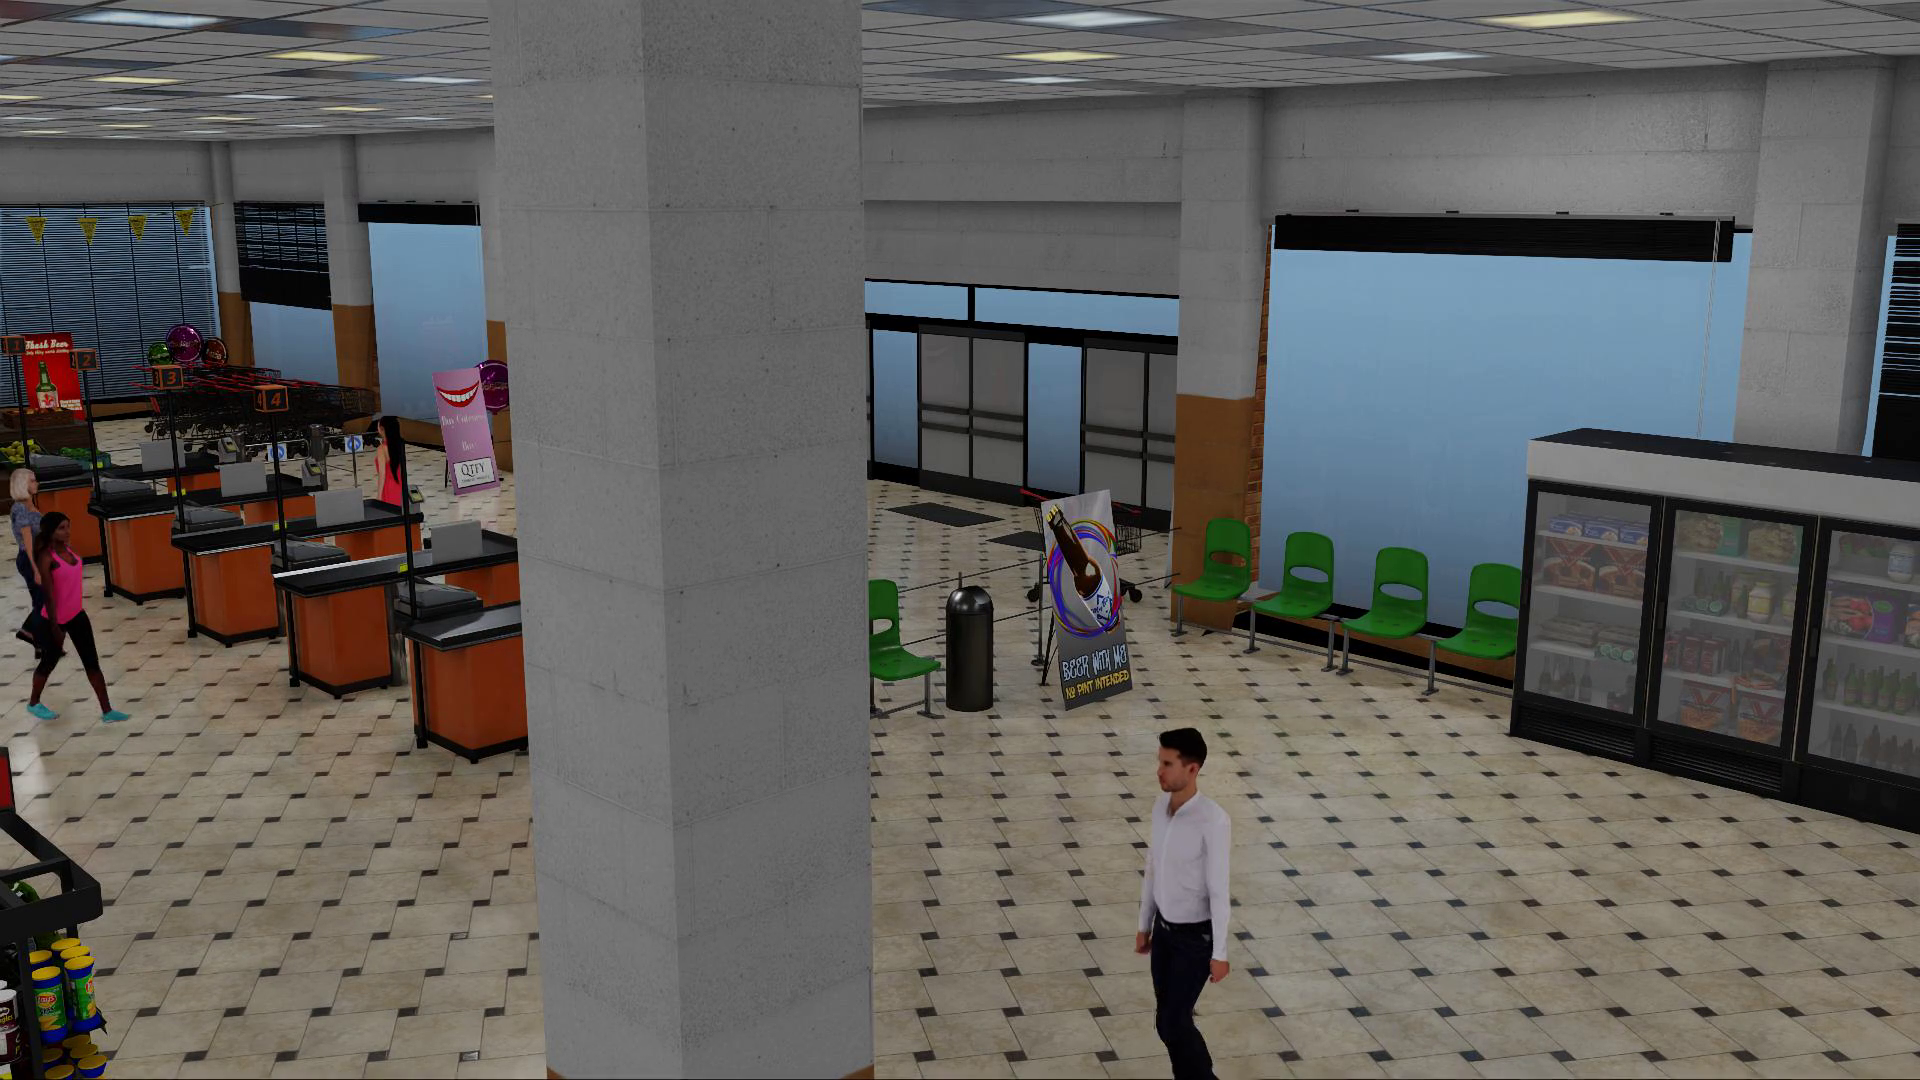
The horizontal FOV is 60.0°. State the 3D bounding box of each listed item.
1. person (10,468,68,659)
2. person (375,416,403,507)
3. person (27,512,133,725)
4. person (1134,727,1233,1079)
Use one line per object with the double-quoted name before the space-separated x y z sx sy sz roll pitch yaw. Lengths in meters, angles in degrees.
"person" -8.308 0.215 14.769 0.758 1.715 0.724 -4 13 -20
"person" -6.199 -0.505 18.164 0.765 1.726 0.654 4 13 18
"person" -7.010 0.641 12.851 1.034 1.672 1.153 3 12 14
"person" 1.070 1.713 7.321 0.736 1.853 0.720 -7 14 -29
